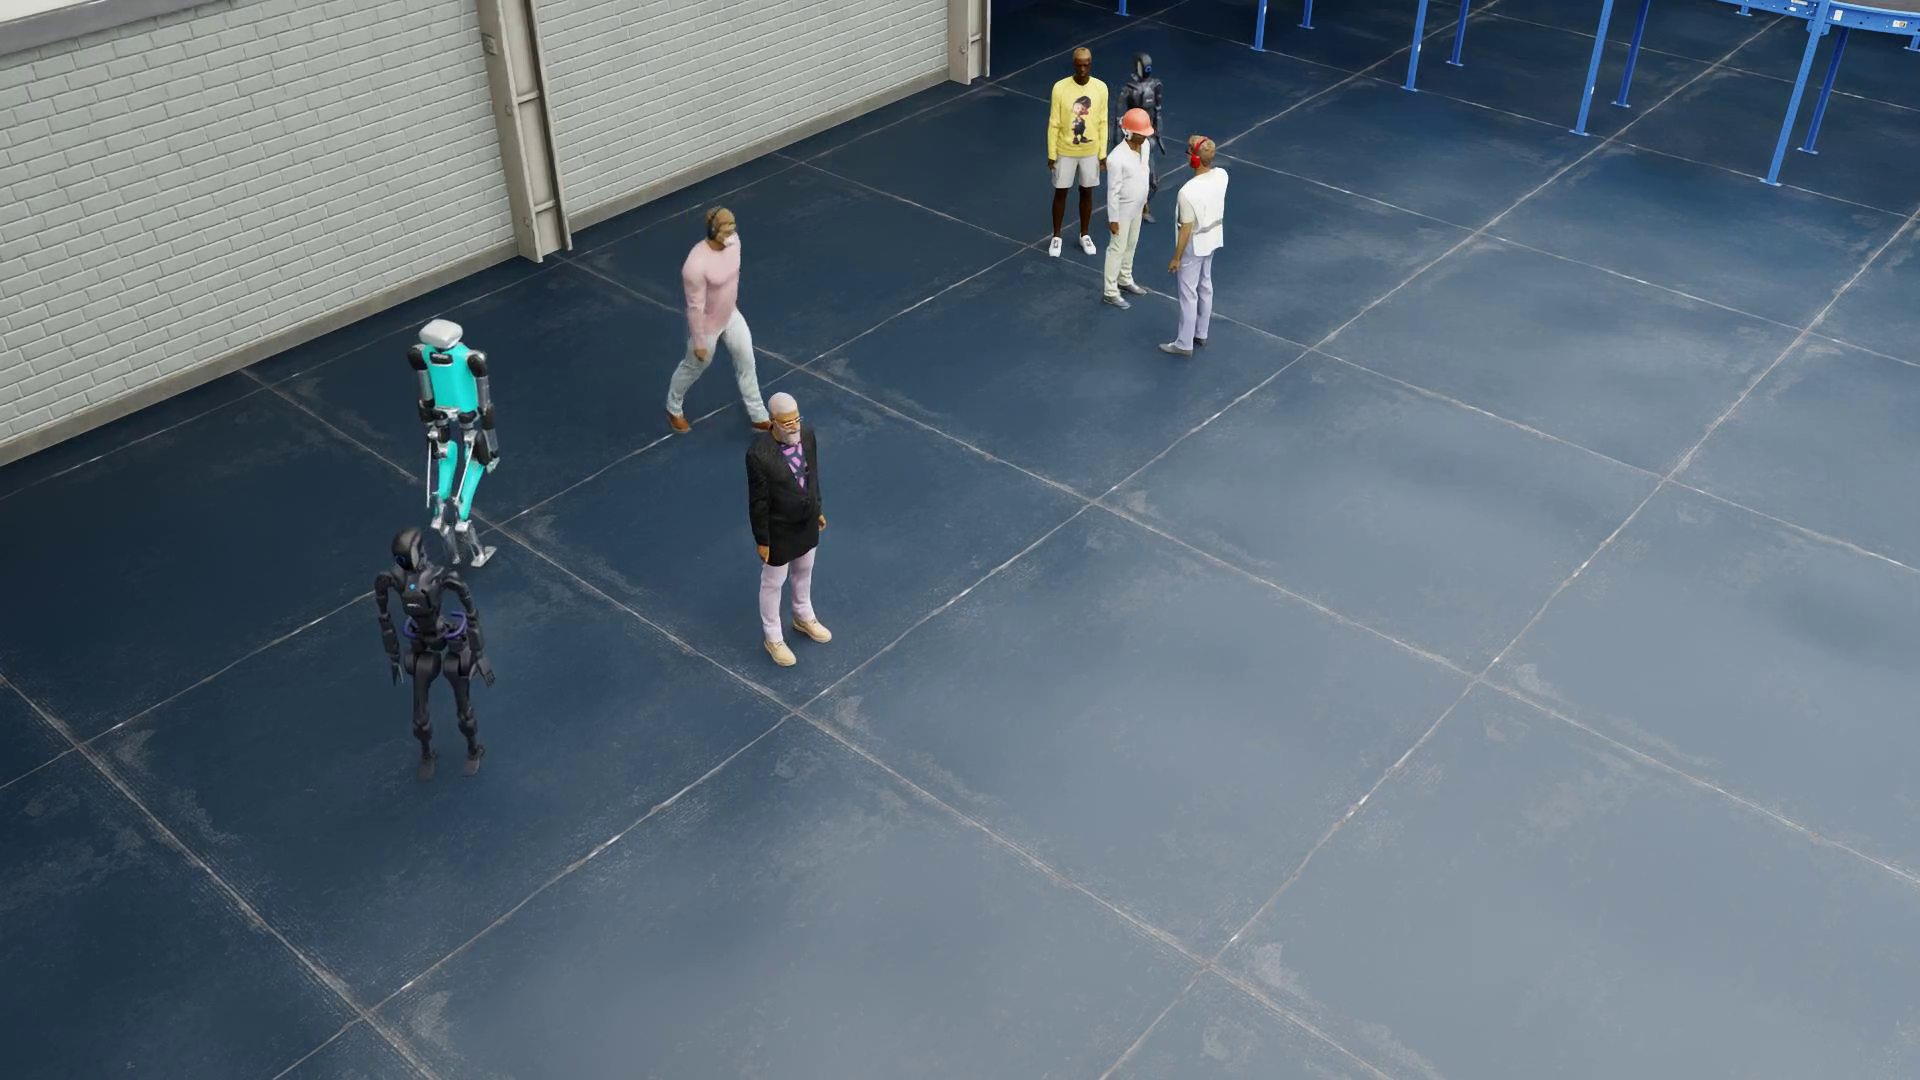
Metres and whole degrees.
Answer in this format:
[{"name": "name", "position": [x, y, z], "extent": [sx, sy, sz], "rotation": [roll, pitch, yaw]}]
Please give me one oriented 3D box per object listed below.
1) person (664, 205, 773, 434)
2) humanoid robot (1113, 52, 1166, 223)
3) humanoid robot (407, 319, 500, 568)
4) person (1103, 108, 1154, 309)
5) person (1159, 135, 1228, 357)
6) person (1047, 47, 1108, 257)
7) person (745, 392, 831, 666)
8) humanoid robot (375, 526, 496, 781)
[{"name": "person", "position": [-1.838, -1.609, 12.274], "extent": [0.982, 1.884, 0.654], "rotation": [16, 38, 21]}, {"name": "humanoid robot", "position": [1.633, -3.672, 15.319], "extent": [0.609, 1.650, 0.327], "rotation": [-23, 41, -28]}, {"name": "humanoid robot", "position": [-3.324, -0.497, 10.842], "extent": [0.536, 1.821, 0.681], "rotation": [8, 36, 11]}, {"name": "person", "position": [1.440, -2.816, 14.070], "extent": [0.350, 1.744, 0.566], "rotation": [22, 41, 27]}, {"name": "person", "position": [1.891, -2.337, 13.309], "extent": [0.390, 1.846, 0.565], "rotation": [25, 43, 31]}, {"name": "person", "position": [1.043, -3.457, 14.839], "extent": [0.540, 1.899, 0.376], "rotation": [-3, 36, -5]}, {"name": "person", "position": [-1.052, -0.096, 10.154], "extent": [0.405, 1.854, 0.545], "rotation": [28, 44, 34]}, {"name": "humanoid robot", "position": [-2.905, 0.638, 9.274], "extent": [0.595, 1.655, 0.354], "rotation": [2, 35, 3]}]
